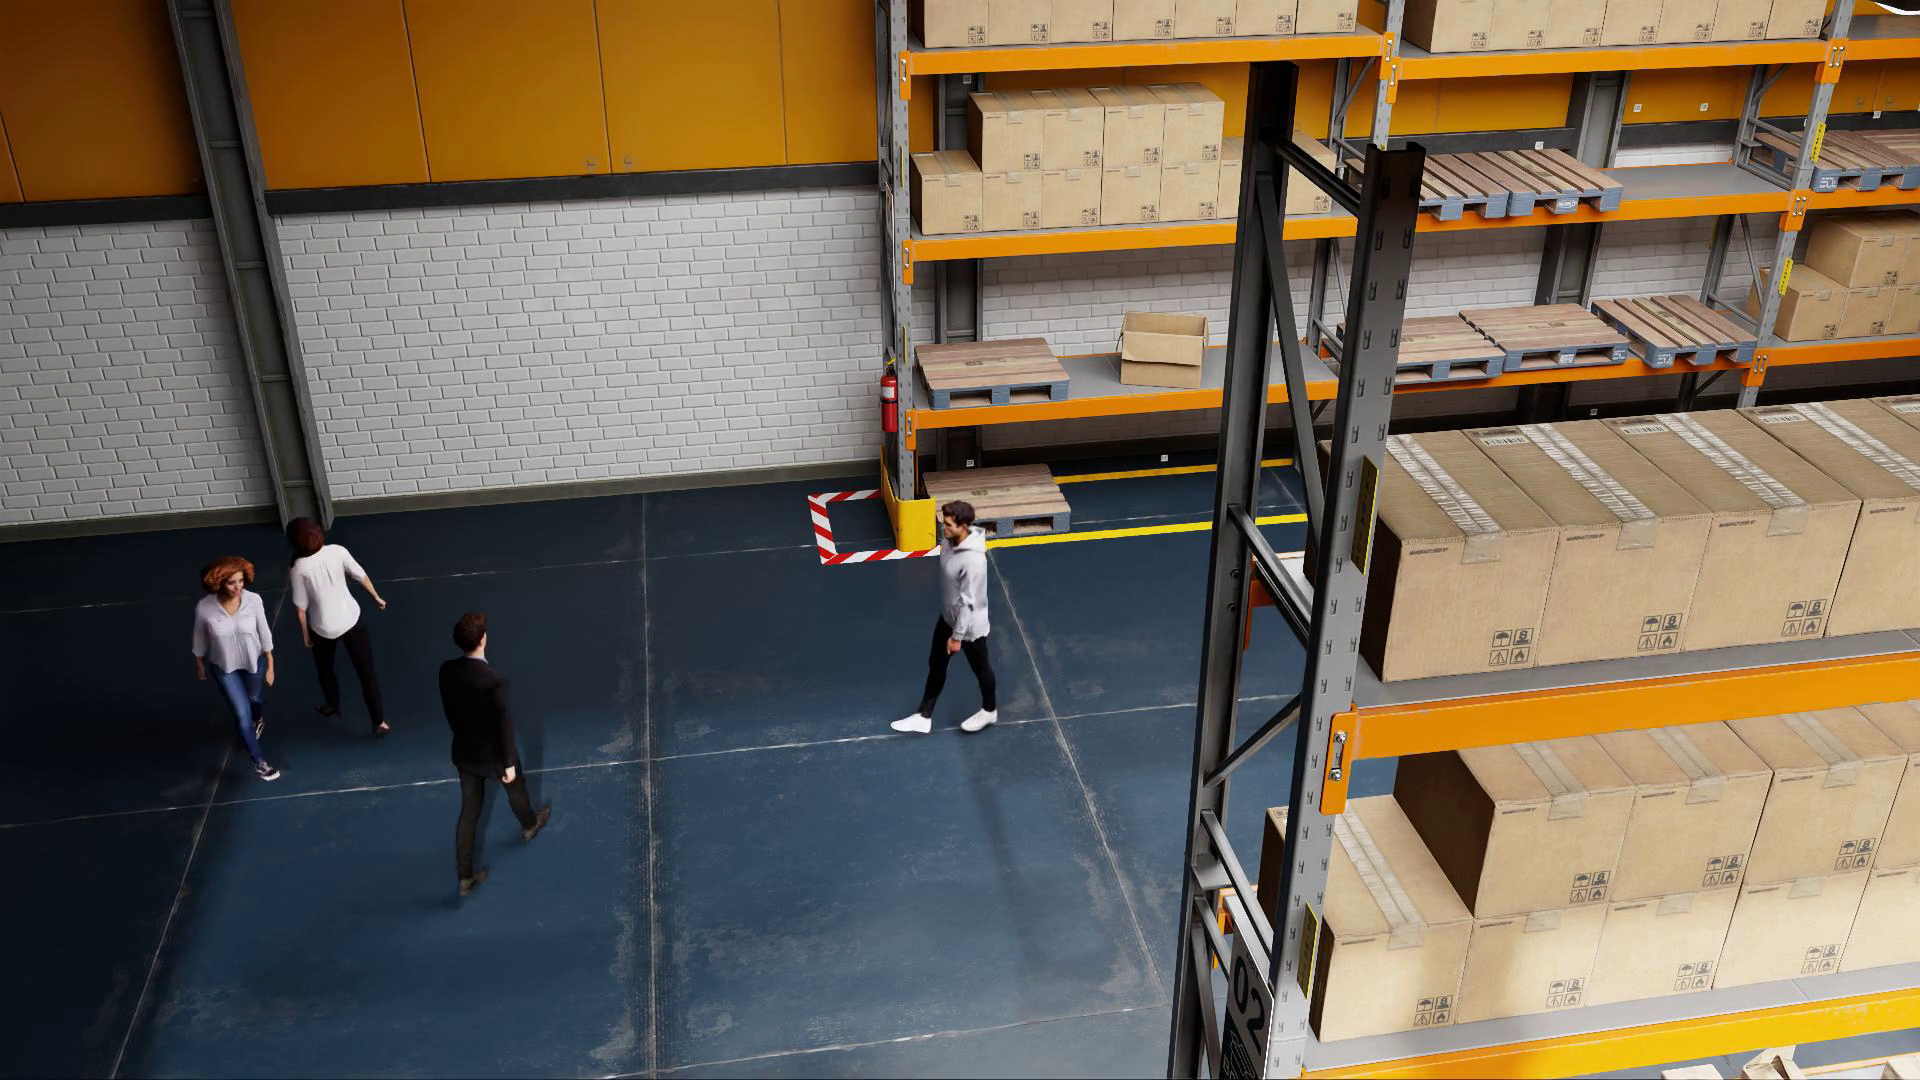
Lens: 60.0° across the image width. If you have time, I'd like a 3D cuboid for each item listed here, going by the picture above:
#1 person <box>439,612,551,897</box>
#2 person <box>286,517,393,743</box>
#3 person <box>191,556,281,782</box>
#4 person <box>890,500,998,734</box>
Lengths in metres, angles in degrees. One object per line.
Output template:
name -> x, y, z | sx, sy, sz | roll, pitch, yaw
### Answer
person -> -3.033, 1.377, 10.419 | 1.262, 1.841, 1.137 | 8, 30, 15
person -> -4.390, 0.674, 11.797 | 0.990, 1.755, 1.054 | -15, 32, -25
person -> -5.068, 0.820, 11.625 | 1.142, 1.663, 0.979 | -11, 31, -20
person -> 0.115, 0.555, 11.868 | 1.136, 1.896, 0.895 | -15, 32, -25
